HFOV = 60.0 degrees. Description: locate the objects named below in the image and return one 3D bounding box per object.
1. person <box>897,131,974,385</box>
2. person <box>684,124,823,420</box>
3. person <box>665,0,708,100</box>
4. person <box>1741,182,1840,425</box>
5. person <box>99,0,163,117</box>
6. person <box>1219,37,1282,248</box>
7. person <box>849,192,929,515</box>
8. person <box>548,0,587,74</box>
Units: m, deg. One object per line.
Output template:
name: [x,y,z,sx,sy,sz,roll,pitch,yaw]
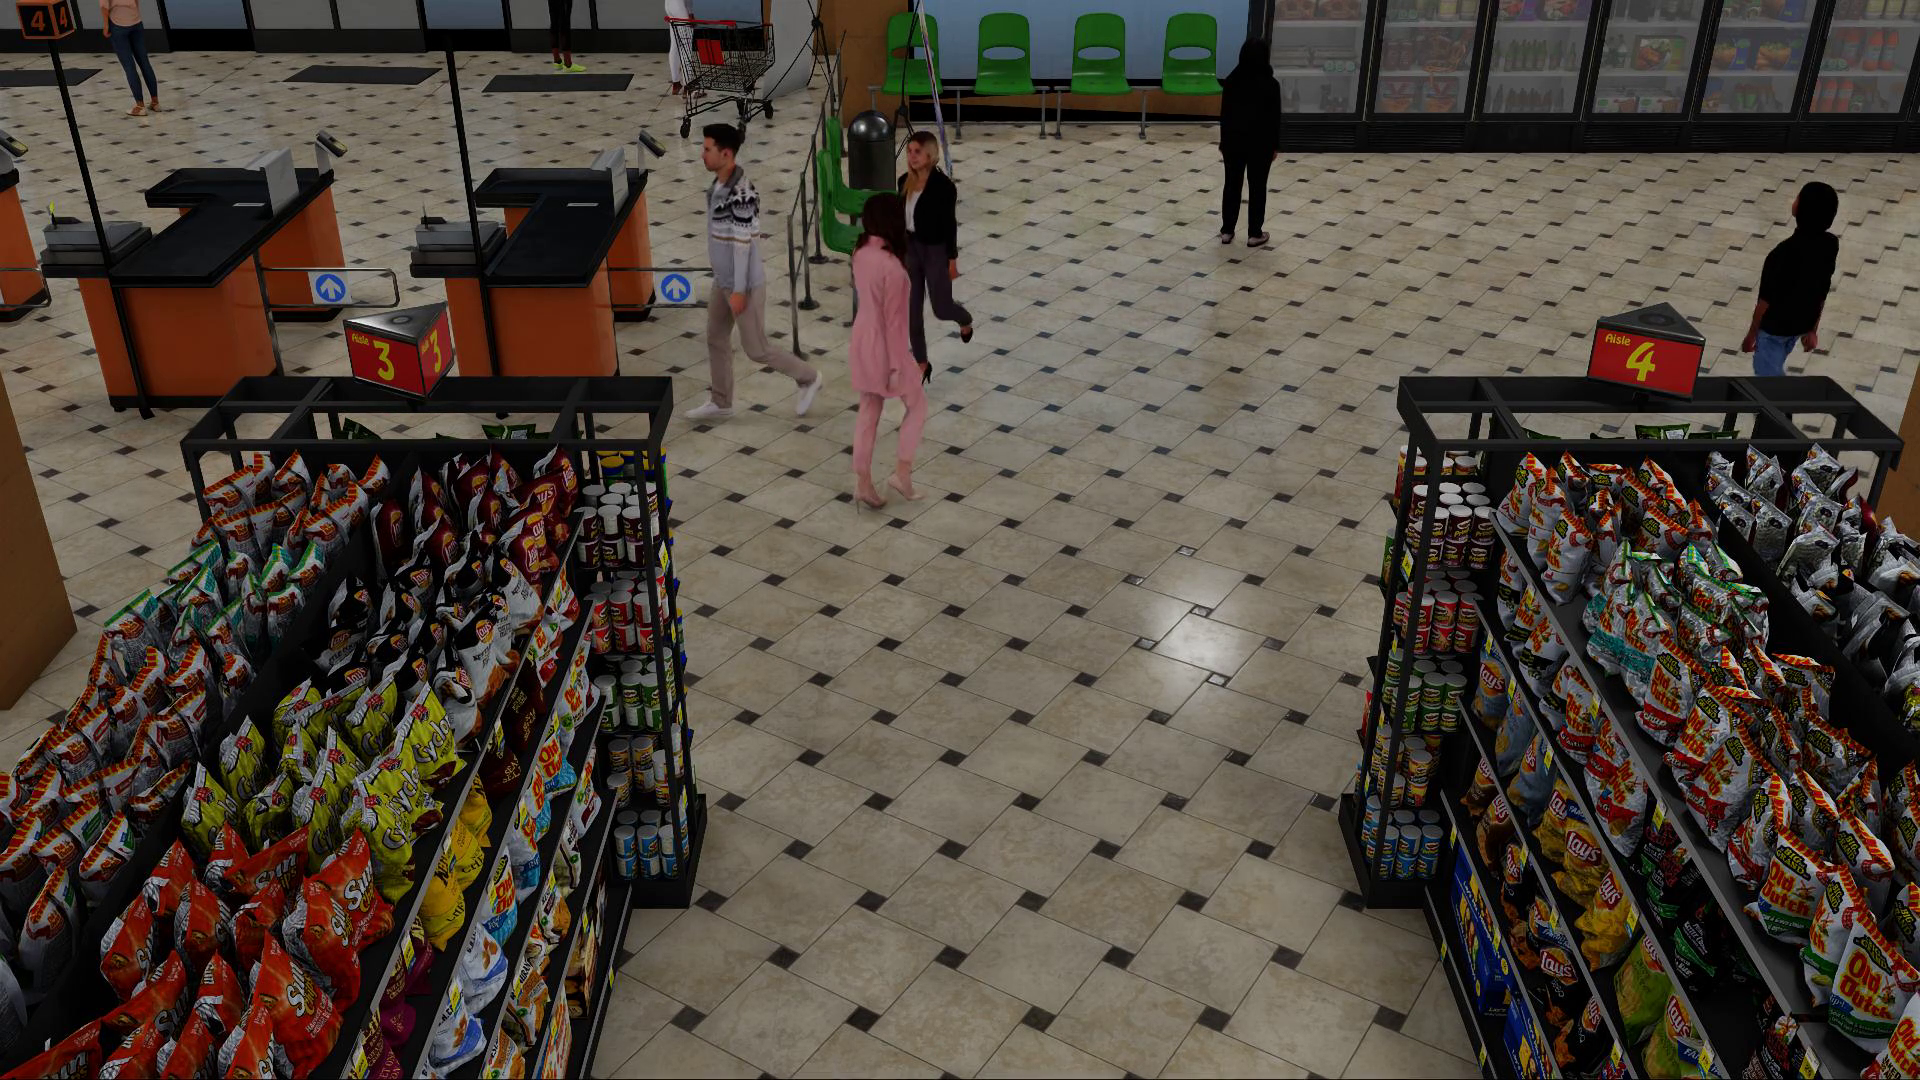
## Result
person: [-0.160,-1.781,10.586,0.882,1.651,1.006,18,33,29]
person: [-1.249,-1.585,10.021,1.035,1.849,1.133,-13,31,-22]
person: [-2.918,-5.496,17.315,0.735,1.724,0.641,-18,34,-30]
person: [4.726,-1.157,9.411,0.683,1.683,0.745,-14,32,-24]
person: [-8.357,-5.167,16.645,0.731,1.789,0.617,15,32,25]
person: [2.269,-3.124,13.083,0.754,1.616,0.772,13,31,23]
person: [-0.496,-0.956,8.935,0.835,1.785,0.773,-23,36,-36]
person: [-4.439,-6.070,18.334,0.702,1.755,0.635,-24,36,-36]
